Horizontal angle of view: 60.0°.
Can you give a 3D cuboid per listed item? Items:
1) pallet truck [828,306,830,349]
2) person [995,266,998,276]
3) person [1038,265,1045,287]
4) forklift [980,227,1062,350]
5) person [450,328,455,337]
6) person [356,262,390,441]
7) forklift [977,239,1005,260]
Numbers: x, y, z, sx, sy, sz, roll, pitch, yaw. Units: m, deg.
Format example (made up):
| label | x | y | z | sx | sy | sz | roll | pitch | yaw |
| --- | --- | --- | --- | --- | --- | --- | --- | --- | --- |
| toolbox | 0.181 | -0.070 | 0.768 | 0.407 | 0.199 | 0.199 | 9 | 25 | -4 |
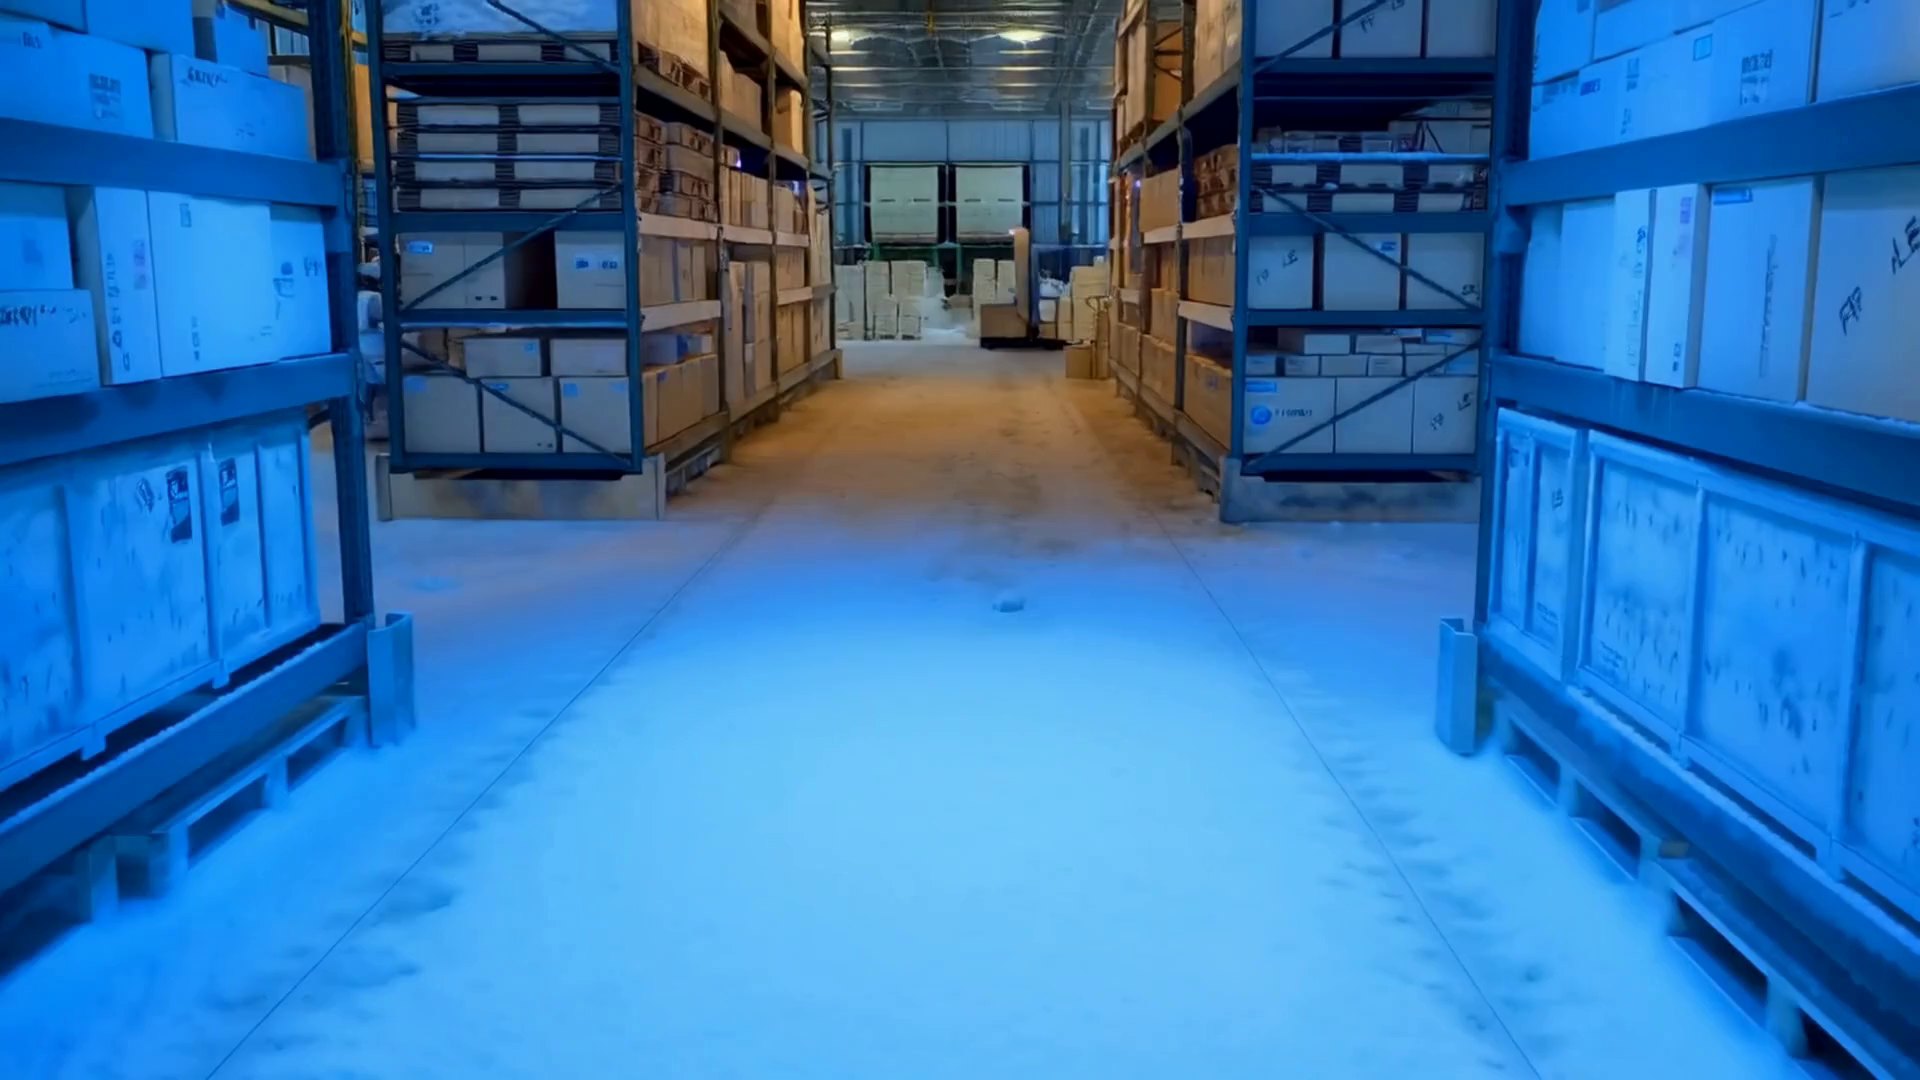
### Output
| label | x | y | z | sx | sy | sz | roll | pitch | yaw |
| --- | --- | --- | --- | --- | --- | --- | --- | --- | --- |
| pallet truck | -3.100 | -3.940 | 29.800 | 1.885 | 1.965 | 0.823 | 3 | 10 | 19 |
| person | 1.167 | -9.125 | 61.073 | 0.638 | 1.924 | 0.498 | -7 | 12 | -37 |
| person | 2.496 | -7.657 | 52.259 | 0.546 | 1.934 | 0.376 | -9 | 13 | -42 |
| forklift | 1.403 | -5.792 | 38.255 | 1.873 | 2.768 | 1.129 | 0 | 9 | 1 |
| person | -13.732 | -6.507 | 45.442 | 0.615 | 1.912 | 0.997 | 0 | 9 | 2 |
| person | -6.570 | -2.110 | 18.746 | 0.651 | 2.026 | 0.435 | 8 | 12 | 40 |
| forklift | 1.097 | -9.254 | 58.993 | 1.129 | 2.768 | 1.873 | 4 | 10 | 25 |
